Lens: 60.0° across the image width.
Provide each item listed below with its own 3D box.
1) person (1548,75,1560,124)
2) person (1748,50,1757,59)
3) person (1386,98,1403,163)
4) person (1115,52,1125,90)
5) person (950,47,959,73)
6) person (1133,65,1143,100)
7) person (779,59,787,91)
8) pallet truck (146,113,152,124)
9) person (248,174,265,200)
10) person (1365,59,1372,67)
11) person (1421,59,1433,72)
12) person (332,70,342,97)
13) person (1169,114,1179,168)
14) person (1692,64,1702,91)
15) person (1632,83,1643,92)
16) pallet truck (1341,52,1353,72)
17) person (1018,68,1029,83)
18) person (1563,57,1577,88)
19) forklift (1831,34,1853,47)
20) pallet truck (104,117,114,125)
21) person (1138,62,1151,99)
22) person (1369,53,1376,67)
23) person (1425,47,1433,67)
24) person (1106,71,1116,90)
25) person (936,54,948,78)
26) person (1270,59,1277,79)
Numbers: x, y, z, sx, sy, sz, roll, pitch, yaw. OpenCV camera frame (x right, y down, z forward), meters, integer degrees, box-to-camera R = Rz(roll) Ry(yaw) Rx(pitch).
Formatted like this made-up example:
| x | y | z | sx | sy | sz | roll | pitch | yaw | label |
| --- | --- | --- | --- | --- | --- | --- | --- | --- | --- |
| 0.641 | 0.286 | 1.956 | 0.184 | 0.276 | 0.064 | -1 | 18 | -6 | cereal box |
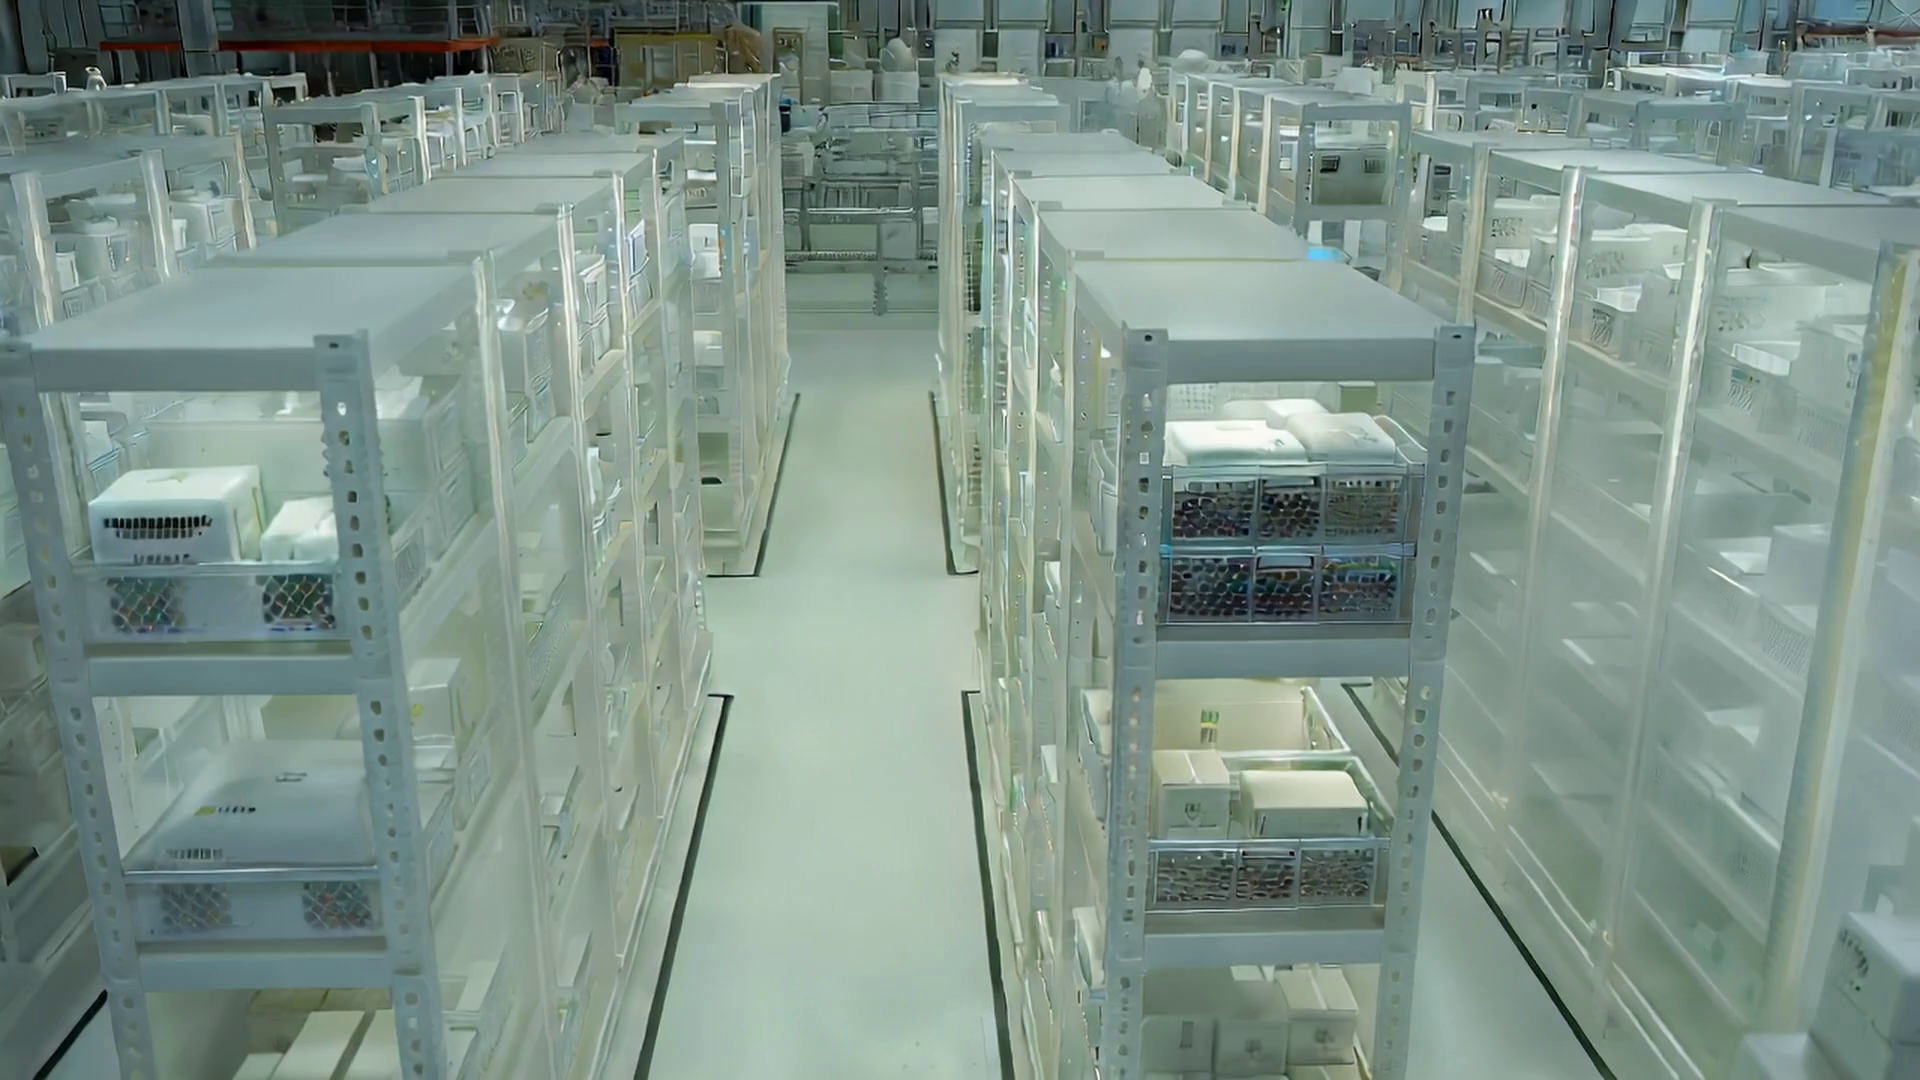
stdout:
| x | y | z | sx | sy | sz | roll | pitch | yaw | label |
| --- | --- | --- | --- | --- | --- | --- | --- | --- | --- |
| 20.600 | -15.232 | 57.999 | 1.012 | 1.873 | 0.547 | 2 | 18 | 7 | person |
| 42.345 | -25.307 | 89.162 | 0.628 | 1.905 | 1.005 | -14 | 22 | -36 | person |
| 12.134 | -11.411 | 46.343 | 0.606 | 1.781 | 0.947 | -2 | 18 | -6 | person |
| 8.121 | -23.546 | 83.691 | 0.892 | 1.904 | 0.640 | 14 | 22 | 36 | person |
| -0.314 | -26.561 | 92.974 | 0.543 | 1.932 | 0.370 | -14 | 23 | -37 | person |
| 7.790 | -19.670 | 72.017 | 0.540 | 1.700 | 1.000 | -1 | 18 | -2 | person |
| -8.685 | -22.747 | 81.318 | 0.429 | 1.841 | 0.633 | -7 | 19 | -22 | person |
| -18.087 | -8.309 | 36.390 | 1.885 | 1.965 | 0.823 | -1 | 18 | -4 | pallet truck |
| -10.785 | -4.729 | 25.630 | 0.869 | 1.792 | 0.593 | 12 | 21 | 33 | person |
| 20.073 | -22.843 | 81.913 | 0.528 | 1.655 | 0.886 | -3 | 18 | -10 | person |
| 20.447 | -20.051 | 72.836 | 0.588 | 1.928 | 0.383 | -6 | 19 | -19 | person |
| -23.468 | -16.766 | 62.768 | 0.504 | 1.863 | 0.604 | 0 | 18 | 0 | person |
| 5.115 | -9.360 | 40.014 | 0.318 | 1.766 | 0.533 | -3 | 18 | -9 | person |
| 30.587 | -18.895 | 69.283 | 0.653 | 1.913 | 0.911 | -13 | 22 | -35 | person |
| 25.523 | -16.664 | 62.734 | 0.552 | 1.686 | 0.384 | -12 | 22 | -34 | person |
| 18.794 | -23.123 | 82.231 | 0.823 | 1.965 | 1.885 | -13 | 22 | -35 | pallet truck |
| 2.229 | -16.251 | 60.928 | 0.835 | 2.012 | 0.636 | -11 | 21 | -31 | person |
| 28.160 | -21.377 | 76.950 | 0.671 | 1.933 | 0.383 | 9 | 20 | 26 | person |
| 44.028 | -23.961 | 83.412 | 1.129 | 2.768 | 1.873 | -1 | 18 | -2 | forklift |
| -18.367 | -7.885 | 35.078 | 1.885 | 1.965 | 0.823 | 1 | 18 | 2 | pallet truck |
| 7.471 | -18.421 | 67.701 | 0.390 | 1.986 | 0.609 | -15 | 23 | -38 | person |
| 21.281 | -24.276 | 86.074 | 0.353 | 1.835 | 0.530 | -3 | 18 | -10 | person |
| 26.055 | -26.387 | 92.428 | 0.370 | 1.935 | 0.552 | -1 | 18 | -3 | person |
| 5.661 | -16.598 | 62.269 | 0.328 | 1.861 | 0.500 | -16 | 24 | -41 | person |
| -0.880 | -23.183 | 82.614 | 0.609 | 1.874 | 0.992 | -1 | 18 | -4 | person |
| 14.939 | -22.125 | 79.585 | 0.661 | 1.720 | 0.493 | 11 | 21 | 30 | person |
